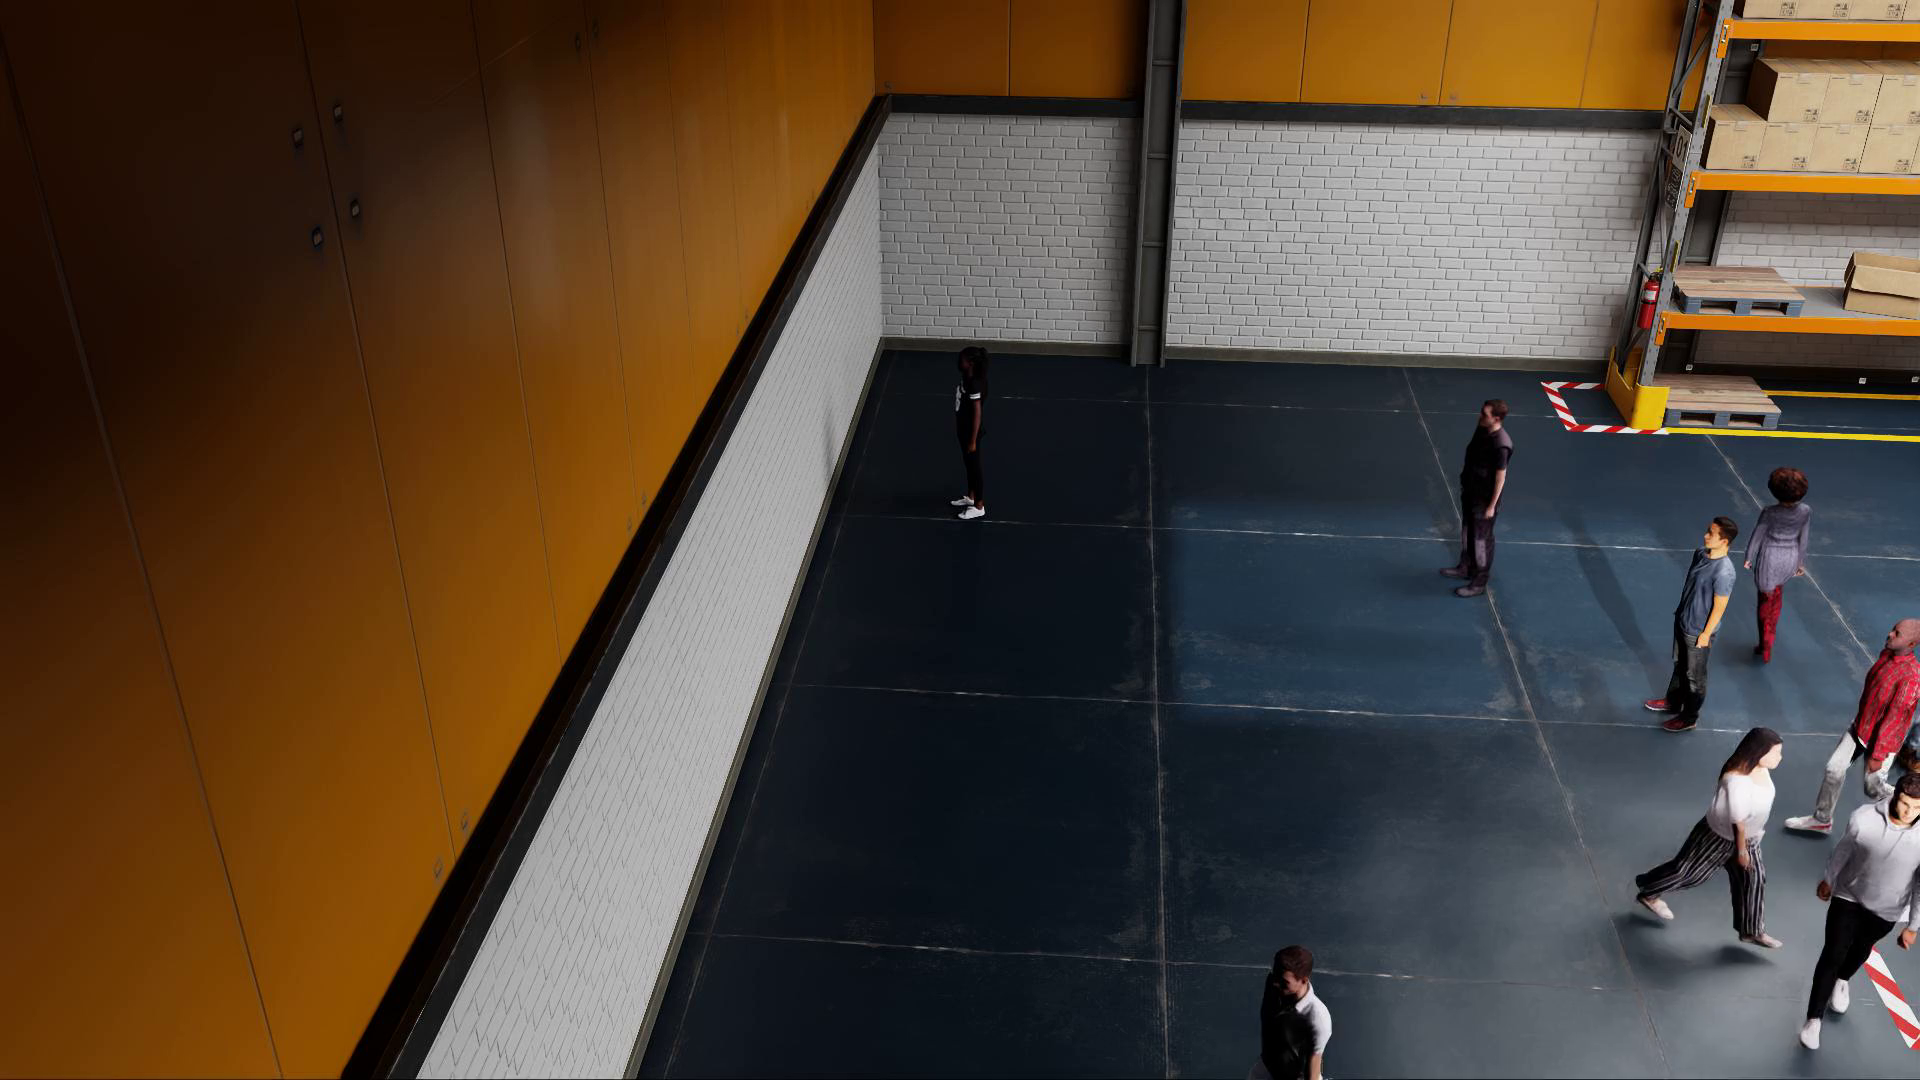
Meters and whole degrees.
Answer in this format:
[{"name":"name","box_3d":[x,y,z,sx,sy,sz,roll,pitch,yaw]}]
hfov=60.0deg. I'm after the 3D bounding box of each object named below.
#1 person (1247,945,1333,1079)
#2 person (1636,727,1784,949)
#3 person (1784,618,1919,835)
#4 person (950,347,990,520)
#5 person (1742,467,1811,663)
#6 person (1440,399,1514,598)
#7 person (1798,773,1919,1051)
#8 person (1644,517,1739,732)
[{"name":"person","box_3d":[1.804,2.820,8.762,0.964,1.829,0.899,-15,32,-25]},{"name":"person","box_3d":[4.840,1.876,10.700,1.240,1.631,1.110,22,36,34]},{"name":"person","box_3d":[6.430,1.346,11.500,1.113,1.794,0.659,2,29,4]},{"name":"person","box_3d":[0.095,-1.042,15.946,0.640,1.728,0.664,-5,29,-9]},{"name":"person","box_3d":[6.705,0.251,13.612,0.580,1.693,0.692,1,29,3]},{"name":"person","box_3d":[4.598,-0.395,14.638,0.658,1.845,0.770,-3,29,-6]},{"name":"person","box_3d":[5.488,2.105,10.013,1.132,1.886,1.054,15,32,25]},{"name":"person","box_3d":[5.688,0.630,12.796,0.584,1.810,0.677,-2,29,-3]}]
